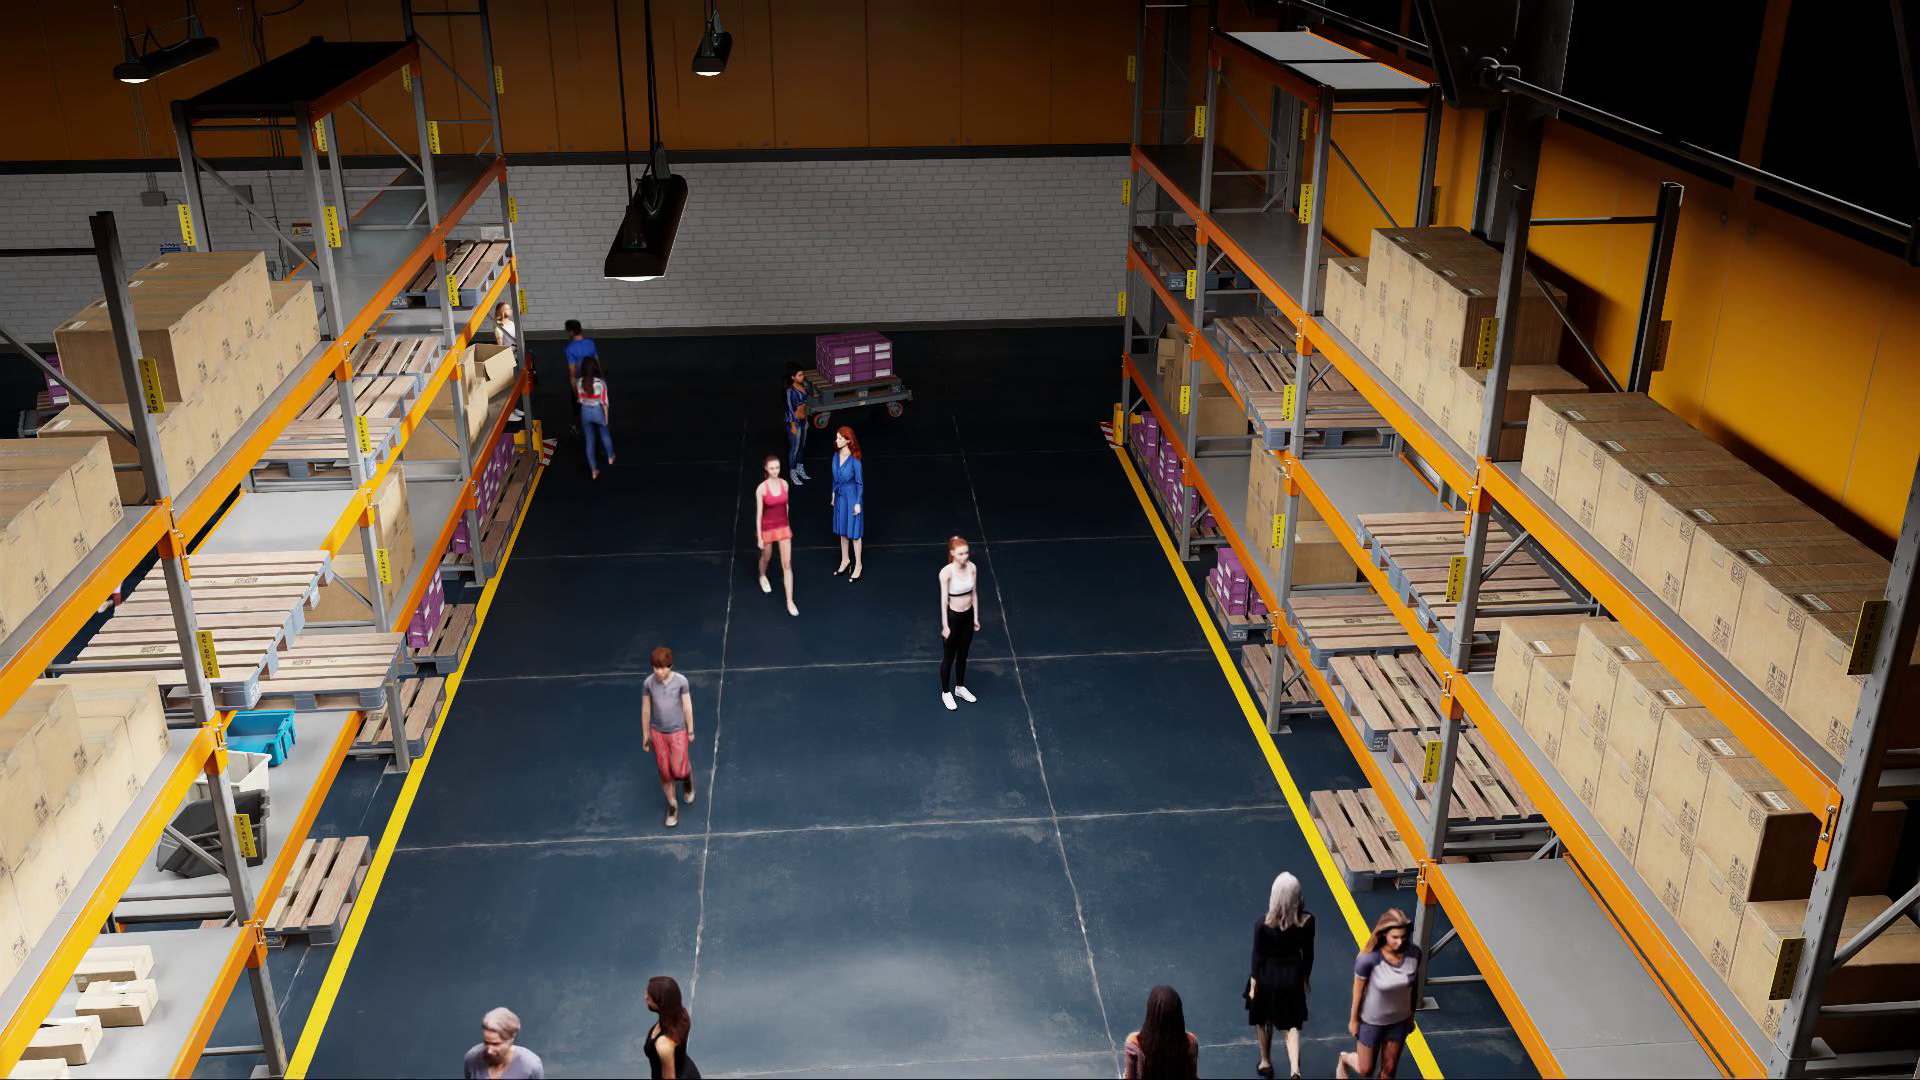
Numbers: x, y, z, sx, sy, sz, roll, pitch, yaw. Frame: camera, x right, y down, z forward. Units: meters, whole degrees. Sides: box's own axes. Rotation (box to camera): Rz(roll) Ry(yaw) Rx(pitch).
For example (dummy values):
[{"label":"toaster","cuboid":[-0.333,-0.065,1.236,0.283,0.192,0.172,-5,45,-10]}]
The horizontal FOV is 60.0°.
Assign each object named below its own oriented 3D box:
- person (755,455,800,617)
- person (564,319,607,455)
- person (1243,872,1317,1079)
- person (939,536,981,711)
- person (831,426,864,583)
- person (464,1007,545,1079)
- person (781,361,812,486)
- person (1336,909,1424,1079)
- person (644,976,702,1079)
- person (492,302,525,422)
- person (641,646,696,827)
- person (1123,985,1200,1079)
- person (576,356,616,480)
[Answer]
[{"label":"person","cuboid":[-2.059,-0.108,18.124,0.866,1.708,1.240,-11,26,-24]},{"label":"person","cuboid":[-4.998,-2.022,22.384,1.120,1.805,1.355,-13,27,-27]},{"label":"person","cuboid":[2.131,2.998,10.991,0.604,1.731,0.897,-3,24,-7]},{"label":"person","cuboid":[-0.023,0.779,16.056,0.668,1.740,0.680,-16,28,-32]},{"label":"person","cuboid":[-1.254,-0.413,18.671,0.775,1.828,0.696,-21,31,-39]},{"label":"person","cuboid":[-2.583,3.488,9.692,0.802,1.873,0.948,6,24,13]},{"label":"person","cuboid":[-2.102,-1.511,21.449,0.753,1.617,0.640,10,25,21]},{"label":"person","cuboid":[2.732,3.064,10.857,0.638,1.717,0.829,-4,24,-9]},{"label":"person","cuboid":[-1.744,3.376,10.181,0.671,1.687,0.500,1,24,1]},{"label":"person","cuboid":[-6.447,-2.556,23.708,0.733,1.723,0.554,3,24,7]},{"label":"person","cuboid":[-2.483,1.624,14.251,0.625,1.637,0.771,0,24,1]},{"label":"person","cuboid":[1.210,3.453,9.871,0.710,1.794,0.965,1,24,2]},{"label":"person","cuboid":[-4.793,-1.572,21.629,0.626,1.584,0.939,0,24,0]}]
